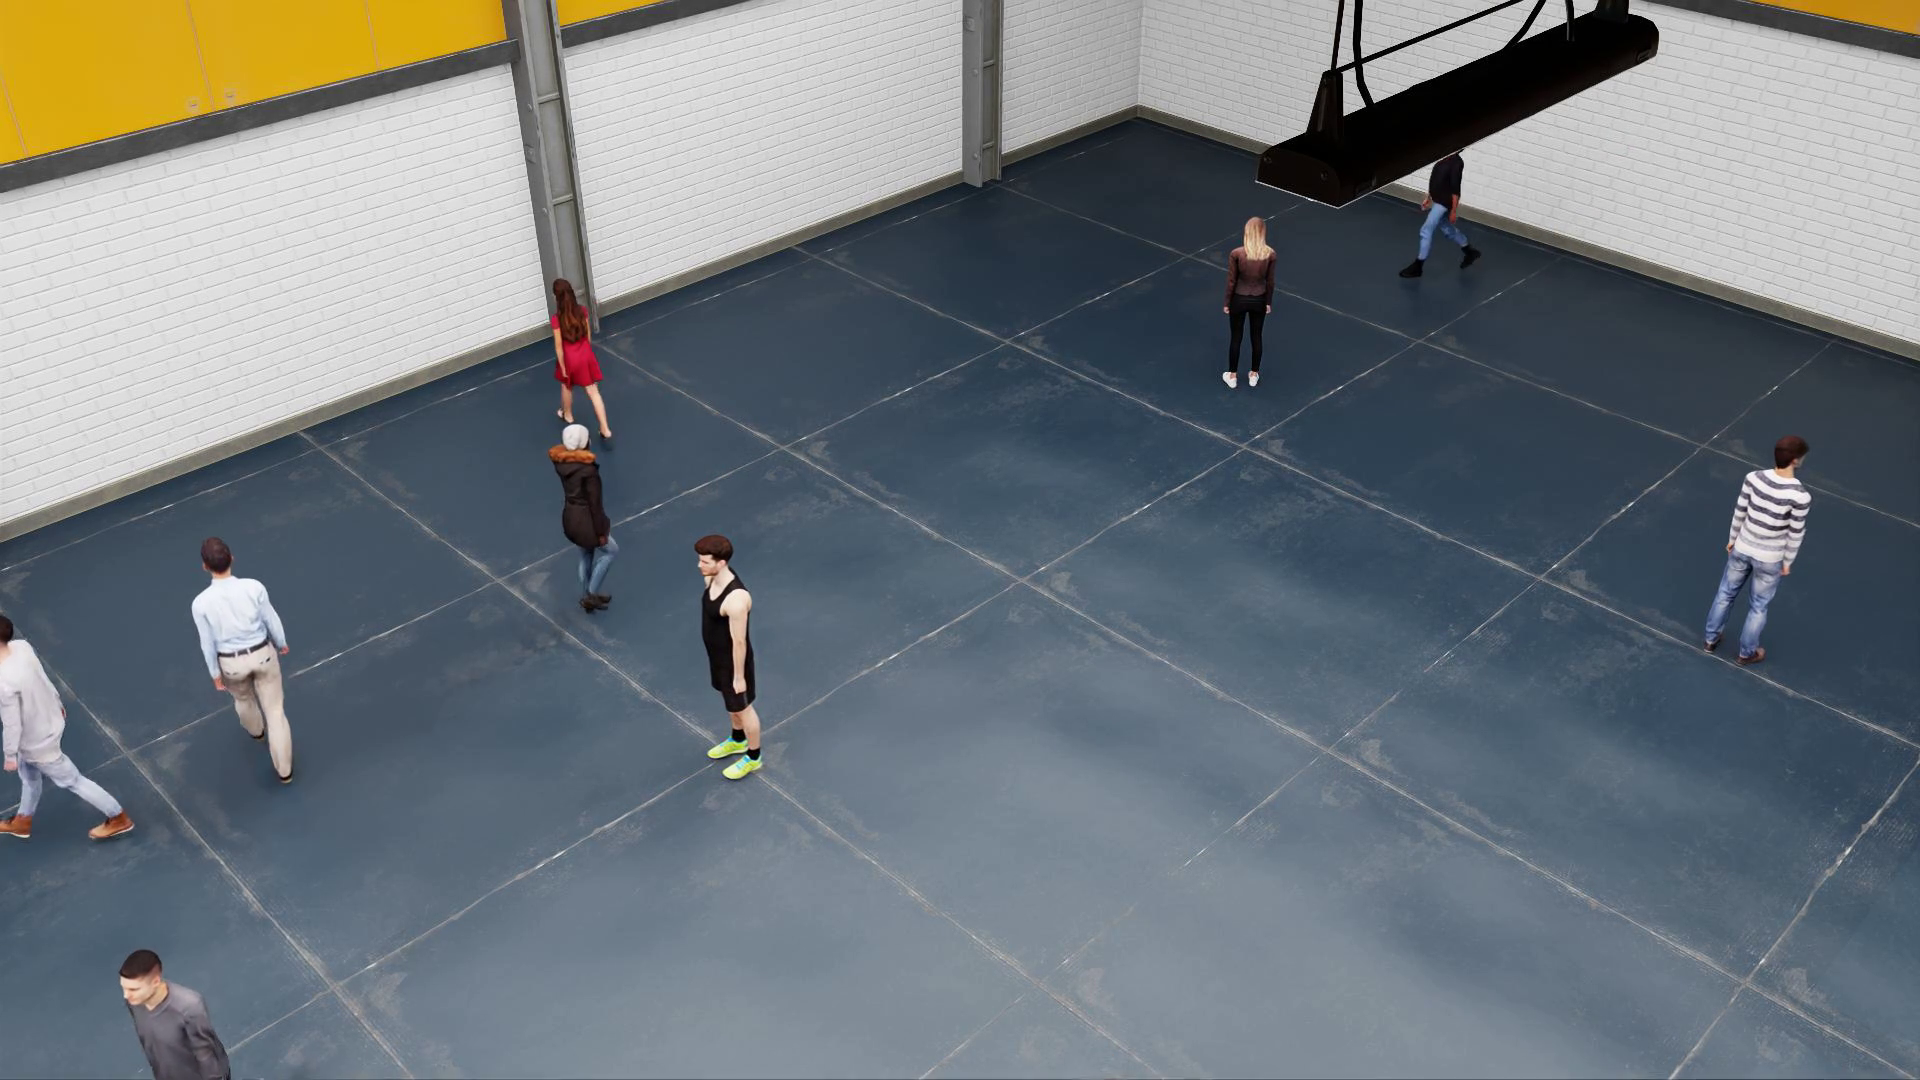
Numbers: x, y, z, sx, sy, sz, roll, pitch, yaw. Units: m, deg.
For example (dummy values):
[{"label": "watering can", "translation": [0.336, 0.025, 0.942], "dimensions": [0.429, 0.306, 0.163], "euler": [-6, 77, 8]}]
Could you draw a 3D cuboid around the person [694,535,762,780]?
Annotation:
[{"label": "person", "translation": [-1.538, 0.753, 11.125], "dimensions": [0.679, 1.889, 0.723], "euler": [-16, 37, -23]}]

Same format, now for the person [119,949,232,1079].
[{"label": "person", "translation": [-3.832, 2.638, 8.414], "dimensions": [0.734, 1.750, 0.767], "euler": [6, 34, 9]}]

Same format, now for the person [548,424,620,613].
[{"label": "person", "translation": [-2.904, -0.115, 12.668], "dimensions": [0.663, 1.626, 0.609], "euler": [27, 42, 34]}]

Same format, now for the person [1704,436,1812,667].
[{"label": "person", "translation": [5.854, 0.075, 12.179], "dimensions": [0.545, 1.850, 0.656], "euler": [-26, 41, -33]}]

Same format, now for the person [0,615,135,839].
[{"label": "person", "translation": [-5.733, 1.221, 10.505], "dimensions": [1.263, 1.794, 1.072], "euler": [-8, 35, -12]}]

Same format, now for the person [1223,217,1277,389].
[{"label": "person", "translation": [2.740, -2.257, 15.820], "dimensions": [0.656, 1.703, 0.729], "euler": [-2, 34, -3]}]

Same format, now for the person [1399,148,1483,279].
[{"label": "person", "translation": [5.285, -3.592, 17.871], "dimensions": [1.167, 1.656, 1.043], "euler": [-2, 34, -3]}]

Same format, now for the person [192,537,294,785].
[{"label": "person", "translation": [-4.716, 0.856, 11.034], "dimensions": [1.079, 1.816, 0.950], "euler": [-15, 36, -21]}]

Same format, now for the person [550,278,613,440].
[{"label": "person", "translation": [-3.414, -1.604, 15.004], "dimensions": [1.049, 1.519, 0.732], "euler": [-21, 39, -28]}]
